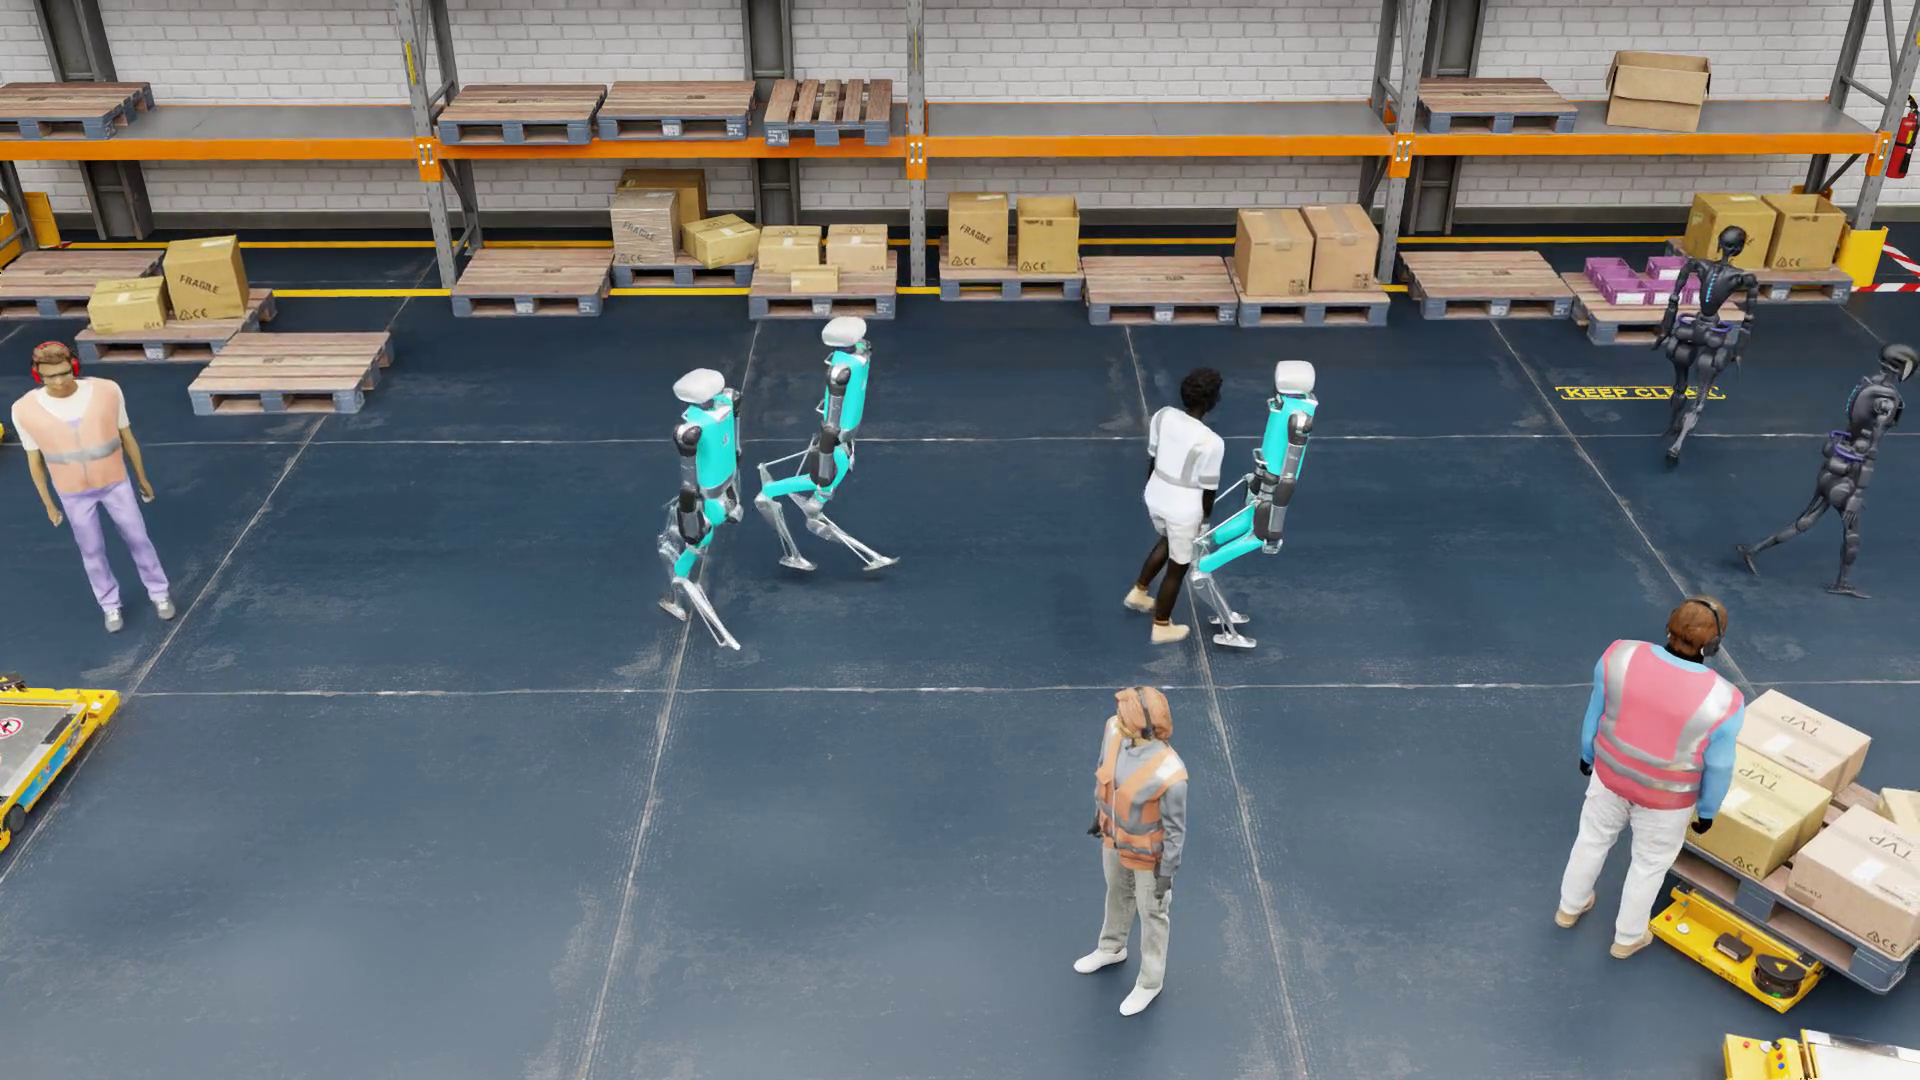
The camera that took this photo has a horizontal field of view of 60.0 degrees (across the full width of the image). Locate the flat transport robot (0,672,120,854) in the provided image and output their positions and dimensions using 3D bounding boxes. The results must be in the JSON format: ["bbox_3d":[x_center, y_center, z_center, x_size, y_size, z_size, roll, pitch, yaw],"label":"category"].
[{"bbox_3d":[-4.944,1.177,8.452,0.659,0.231,1.431,1,31,2],"label":"flat transport robot"}]

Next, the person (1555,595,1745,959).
[{"bbox_3d":[2.973,1.032,7.179,0.638,1.831,0.430,25,39,36],"label":"person"}]

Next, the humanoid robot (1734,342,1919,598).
[{"bbox_3d":[5.152,-0.418,9.809,0.782,1.643,0.616,9,32,15],"label":"humanoid robot"}]

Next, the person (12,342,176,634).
[{"bbox_3d":[-4.901,-0.303,9.413,0.574,1.824,0.424,-19,36,-29],"label":"person"}]

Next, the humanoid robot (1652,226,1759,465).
[{"bbox_3d":[5.010,-1.337,11.303,0.614,1.640,0.697,23,38,33],"label":"humanoid robot"}]

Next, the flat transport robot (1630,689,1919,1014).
[{"bbox_3d":[3.891,1.622,7.711,1.431,0.231,0.659,-22,38,-32],"label":"flat transport robot"}]

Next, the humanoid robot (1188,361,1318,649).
[{"bbox_3d":[1.533,-0.190,9.215,0.748,1.696,0.530,0,31,0],"label":"humanoid robot"}]

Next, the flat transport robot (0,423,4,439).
[{"bbox_3d":[-7.020,-0.447,11.156,0.659,0.231,1.431,-4,31,-7],"label":"flat transport robot"}]

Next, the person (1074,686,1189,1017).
[{"bbox_3d":[0.735,1.278,6.953,0.312,1.637,0.513,-18,35,-27],"label":"person"}]

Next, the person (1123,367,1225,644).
[{"bbox_3d":[1.233,-0.187,9.362,0.396,1.668,0.546,-19,36,-29],"label":"person"}]

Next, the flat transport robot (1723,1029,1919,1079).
[{"bbox_3d":[3.814,2.327,6.537,1.431,0.231,0.659,8,32,13],"label":"flat transport robot"}]

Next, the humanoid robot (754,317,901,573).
[{"bbox_3d":[-0.855,-0.501,9.806,0.975,1.732,0.545,7,32,12],"label":"humanoid robot"}]

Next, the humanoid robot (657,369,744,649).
[{"bbox_3d":[-1.581,-0.194,9.347,0.905,1.785,0.561,18,35,27],"label":"humanoid robot"}]
